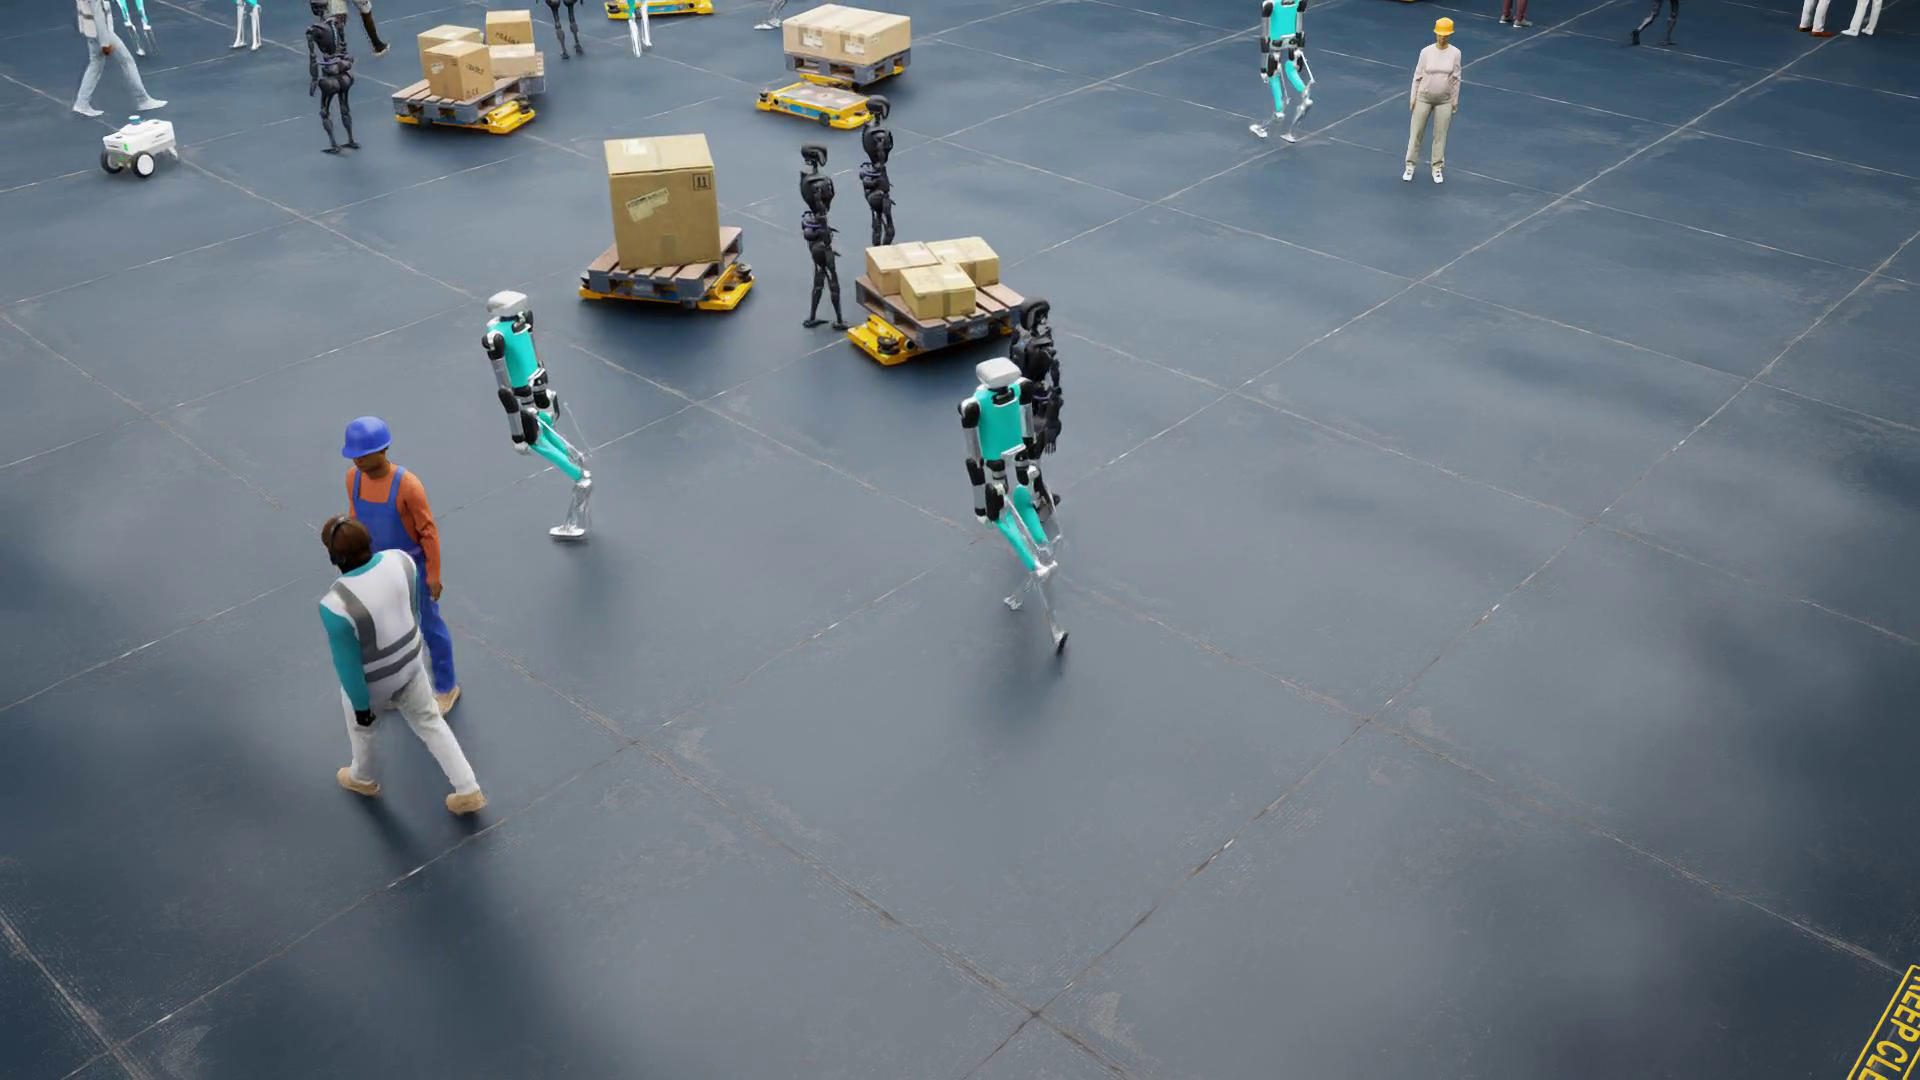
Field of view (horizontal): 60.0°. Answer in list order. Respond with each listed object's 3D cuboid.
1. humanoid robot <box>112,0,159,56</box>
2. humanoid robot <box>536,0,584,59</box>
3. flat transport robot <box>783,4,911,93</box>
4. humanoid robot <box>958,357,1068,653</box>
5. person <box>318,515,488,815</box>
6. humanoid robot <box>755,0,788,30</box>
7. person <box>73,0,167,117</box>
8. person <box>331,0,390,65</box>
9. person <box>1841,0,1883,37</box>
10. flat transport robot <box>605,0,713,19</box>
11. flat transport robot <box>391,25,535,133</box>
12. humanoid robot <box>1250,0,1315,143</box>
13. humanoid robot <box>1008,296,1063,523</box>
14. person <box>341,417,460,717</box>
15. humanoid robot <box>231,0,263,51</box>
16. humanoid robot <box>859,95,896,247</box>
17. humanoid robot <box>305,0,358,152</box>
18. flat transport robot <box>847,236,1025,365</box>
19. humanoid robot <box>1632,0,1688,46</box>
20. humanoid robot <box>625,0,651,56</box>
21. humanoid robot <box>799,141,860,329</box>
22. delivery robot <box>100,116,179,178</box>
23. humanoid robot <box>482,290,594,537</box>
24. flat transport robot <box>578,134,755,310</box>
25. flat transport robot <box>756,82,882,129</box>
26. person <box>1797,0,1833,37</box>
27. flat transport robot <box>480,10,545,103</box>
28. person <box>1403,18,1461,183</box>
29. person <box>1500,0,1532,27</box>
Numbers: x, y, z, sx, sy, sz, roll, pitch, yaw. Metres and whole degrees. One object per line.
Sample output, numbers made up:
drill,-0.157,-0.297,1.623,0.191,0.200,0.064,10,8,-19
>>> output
humanoid robot,-10.445,-6.870,20.885,0.546,1.857,0.706,-16,35,-23
humanoid robot,-5.070,-6.946,21.008,0.594,1.651,0.398,-13,34,-20
flat transport robot,-1.346,-5.682,20.304,0.659,0.231,1.431,18,36,26
humanoid robot,0.457,-0.156,10.042,0.559,1.779,0.960,-23,38,-32
person,-2.961,0.670,8.637,0.963,1.797,0.641,16,35,24
humanoid robot,-2.503,-7.695,22.127,0.681,1.757,0.541,13,34,20
person,-9.811,-5.777,18.929,0.957,1.876,0.591,-26,40,-35
person,-7.653,-6.944,20.779,0.620,1.911,0.997,8,33,13
person,12.029,-7.460,21.863,0.512,1.641,0.311,-6,32,-9
flat transport robot,-4.211,-7.477,23.193,1.431,0.231,0.659,-8,33,-12
flat transport robot,-5.670,-4.907,19.056,1.431,0.231,0.659,10,33,15
humanoid robot,3.542,-5.087,17.956,0.544,1.760,0.927,-12,34,-19
humanoid robot,0.496,-0.879,11.228,0.336,1.647,0.601,-19,37,-28
person,-3.163,0.156,9.349,0.531,1.908,0.368,9,33,14
humanoid robot,-9.278,-7.158,21.247,0.534,1.737,0.747,6,32,10
humanoid robot,-0.728,-3.193,14.963,0.326,1.653,0.588,-6,32,-10
humanoid robot,-6.763,-5.022,17.898,0.350,1.650,0.589,12,34,19
flat transport robot,-0.182,-1.836,14.110,1.431,0.231,0.659,-18,36,-27
humanoid robot,9.115,-7.205,21.433,0.620,1.635,0.591,-14,34,-21
humanoid robot,-4.145,-7.078,21.195,0.550,1.809,0.798,-10,33,-16
humanoid robot,-1.117,-2.556,13.941,0.509,1.651,0.604,-5,32,-7
delivery robot,-8.688,-4.175,17.612,0.513,0.601,0.773,12,34,18
humanoid robot,-2.663,-0.721,11.030,0.758,1.892,0.548,6,32,10
flat transport robot,-2.615,-2.325,14.897,1.431,0.231,0.659,7,32,11
flat transport robot,-1.618,-5.051,19.288,1.431,0.231,0.659,21,38,30
person,11.471,-7.575,21.875,0.361,1.827,0.514,-8,33,-12
flat transport robot,-5.516,-5.316,19.715,0.659,0.231,1.431,-6,32,-10
person,4.865,-4.510,17.069,0.478,1.693,0.337,6,32,9
person,7.599,-7.822,22.295,0.378,1.807,0.543,-16,35,-24
